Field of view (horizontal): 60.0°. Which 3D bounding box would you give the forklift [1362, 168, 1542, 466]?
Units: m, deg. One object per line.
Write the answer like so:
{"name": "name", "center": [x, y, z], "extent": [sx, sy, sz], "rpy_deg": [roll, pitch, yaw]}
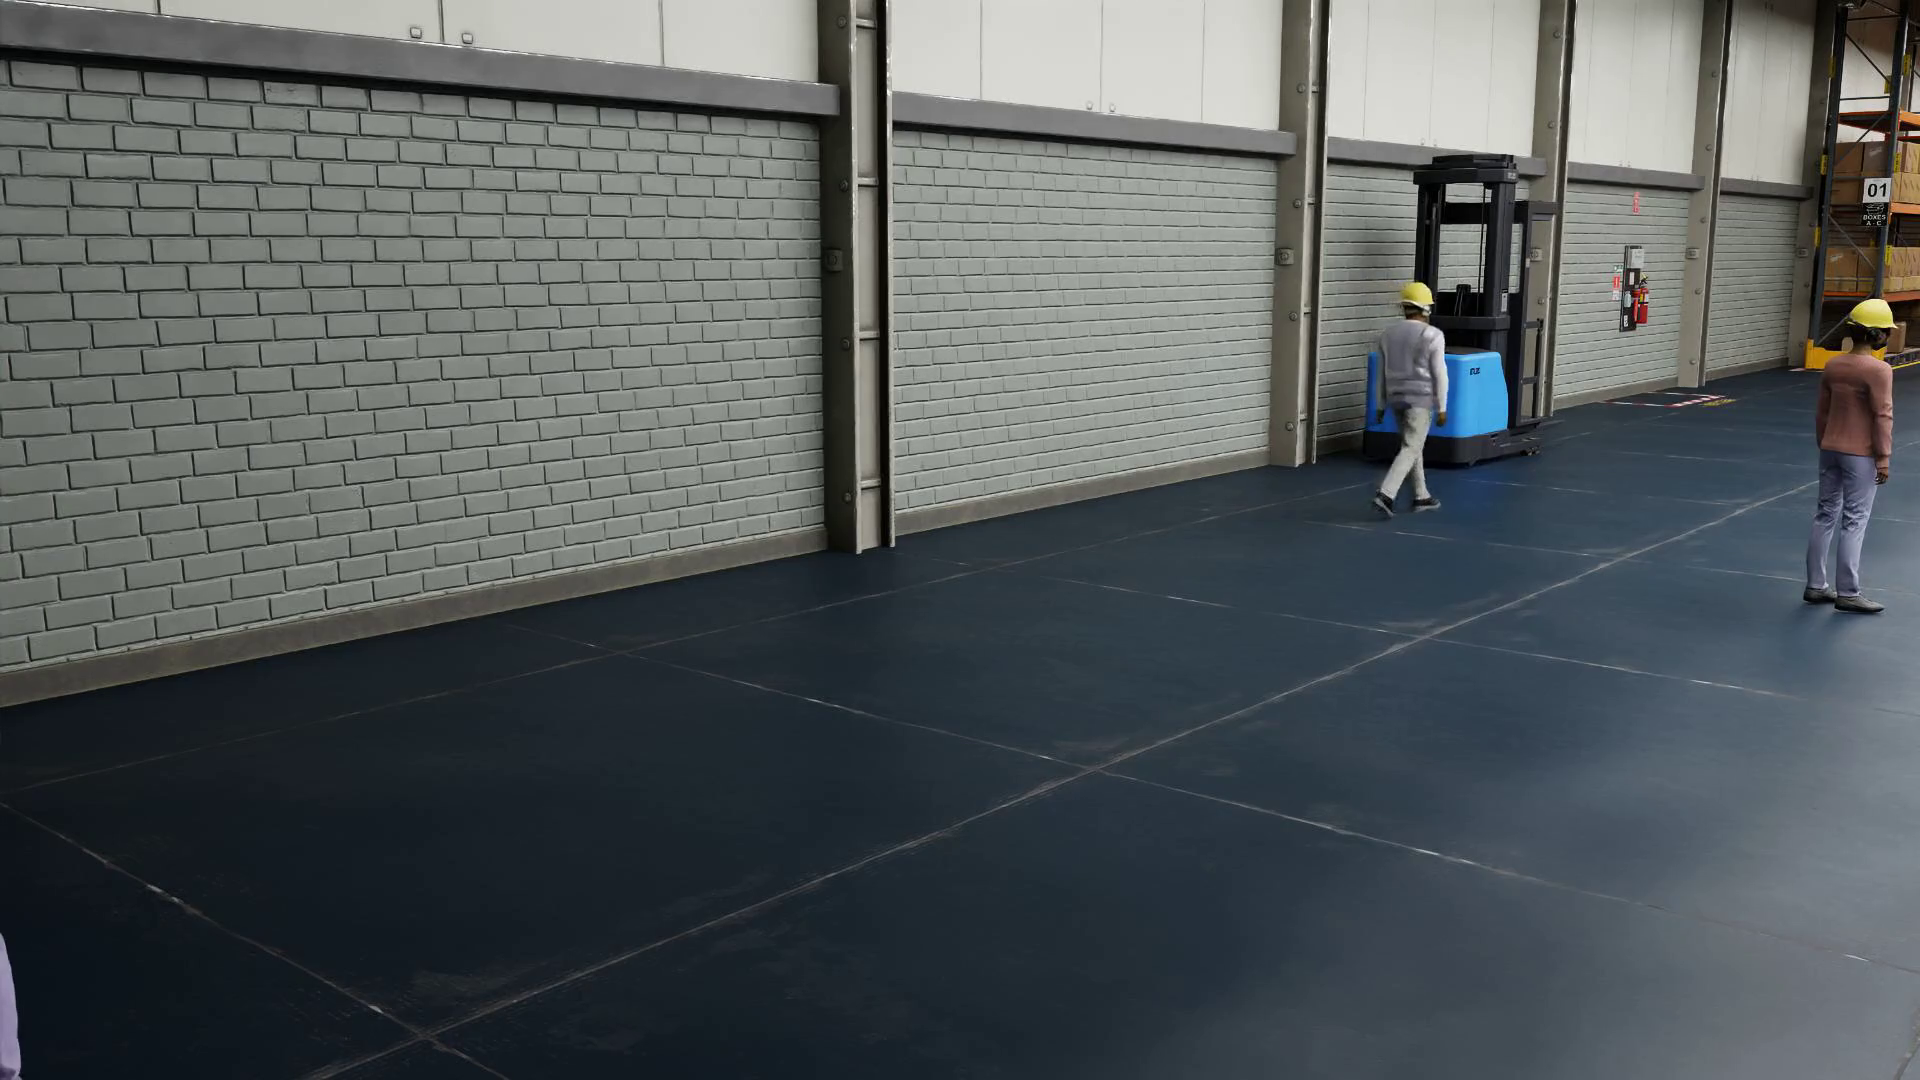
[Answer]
{"name": "forklift", "center": [4.875, -2.212, 16.287], "extent": [1.129, 2.768, 1.873], "rpy_deg": [8, 13, 40]}

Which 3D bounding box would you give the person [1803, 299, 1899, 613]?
{"name": "person", "center": [5.121, -0.486, 9.508], "extent": [0.328, 1.767, 0.532], "rpy_deg": [-2, 10, -11]}

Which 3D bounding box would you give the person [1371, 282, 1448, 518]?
{"name": "person", "center": [3.469, -1.082, 12.832], "extent": [0.866, 1.799, 0.598], "rpy_deg": [-7, 12, -35]}
